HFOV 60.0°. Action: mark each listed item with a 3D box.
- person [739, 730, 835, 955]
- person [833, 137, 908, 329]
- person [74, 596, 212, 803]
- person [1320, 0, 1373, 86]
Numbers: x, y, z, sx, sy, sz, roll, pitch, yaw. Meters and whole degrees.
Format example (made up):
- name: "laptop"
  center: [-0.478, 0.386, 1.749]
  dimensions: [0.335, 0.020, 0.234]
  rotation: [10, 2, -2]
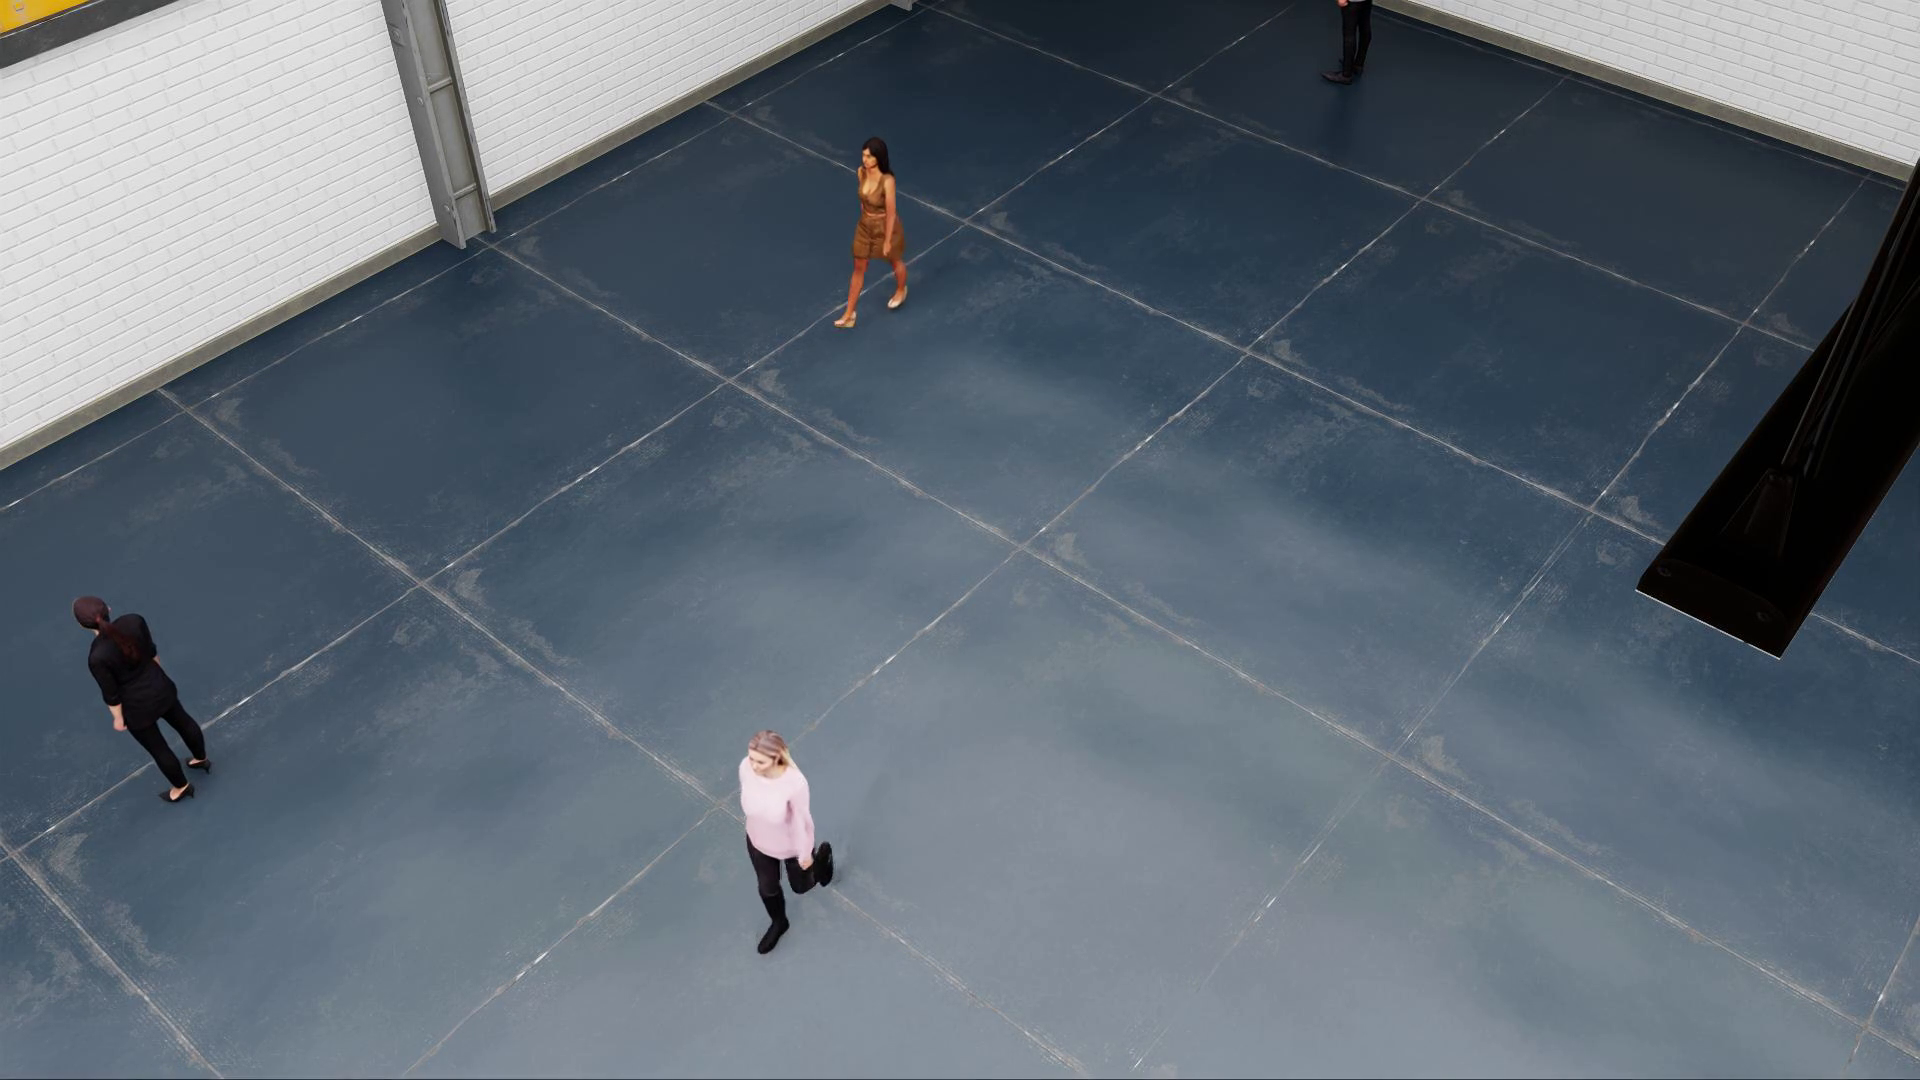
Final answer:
- name: "person"
  center: [-0.936, 1.578, 9.132]
  dimensions: [0.753, 1.673, 0.987]
  rotation: [18, 46, 18]
- name: "person"
  center: [-0.588, -2.516, 13.444]
  dimensions: [0.571, 1.651, 1.005]
  rotation: [30, 51, 27]
- name: "person"
  center: [-4.811, 0.934, 9.817]
  dimensions: [0.731, 1.660, 0.606]
  rotation: [12, 45, 12]
- name: "person"
  center: [3.933, -5.417, 16.294]
  dimensions: [0.802, 1.922, 0.544]
  rotation: [32, 52, 29]
